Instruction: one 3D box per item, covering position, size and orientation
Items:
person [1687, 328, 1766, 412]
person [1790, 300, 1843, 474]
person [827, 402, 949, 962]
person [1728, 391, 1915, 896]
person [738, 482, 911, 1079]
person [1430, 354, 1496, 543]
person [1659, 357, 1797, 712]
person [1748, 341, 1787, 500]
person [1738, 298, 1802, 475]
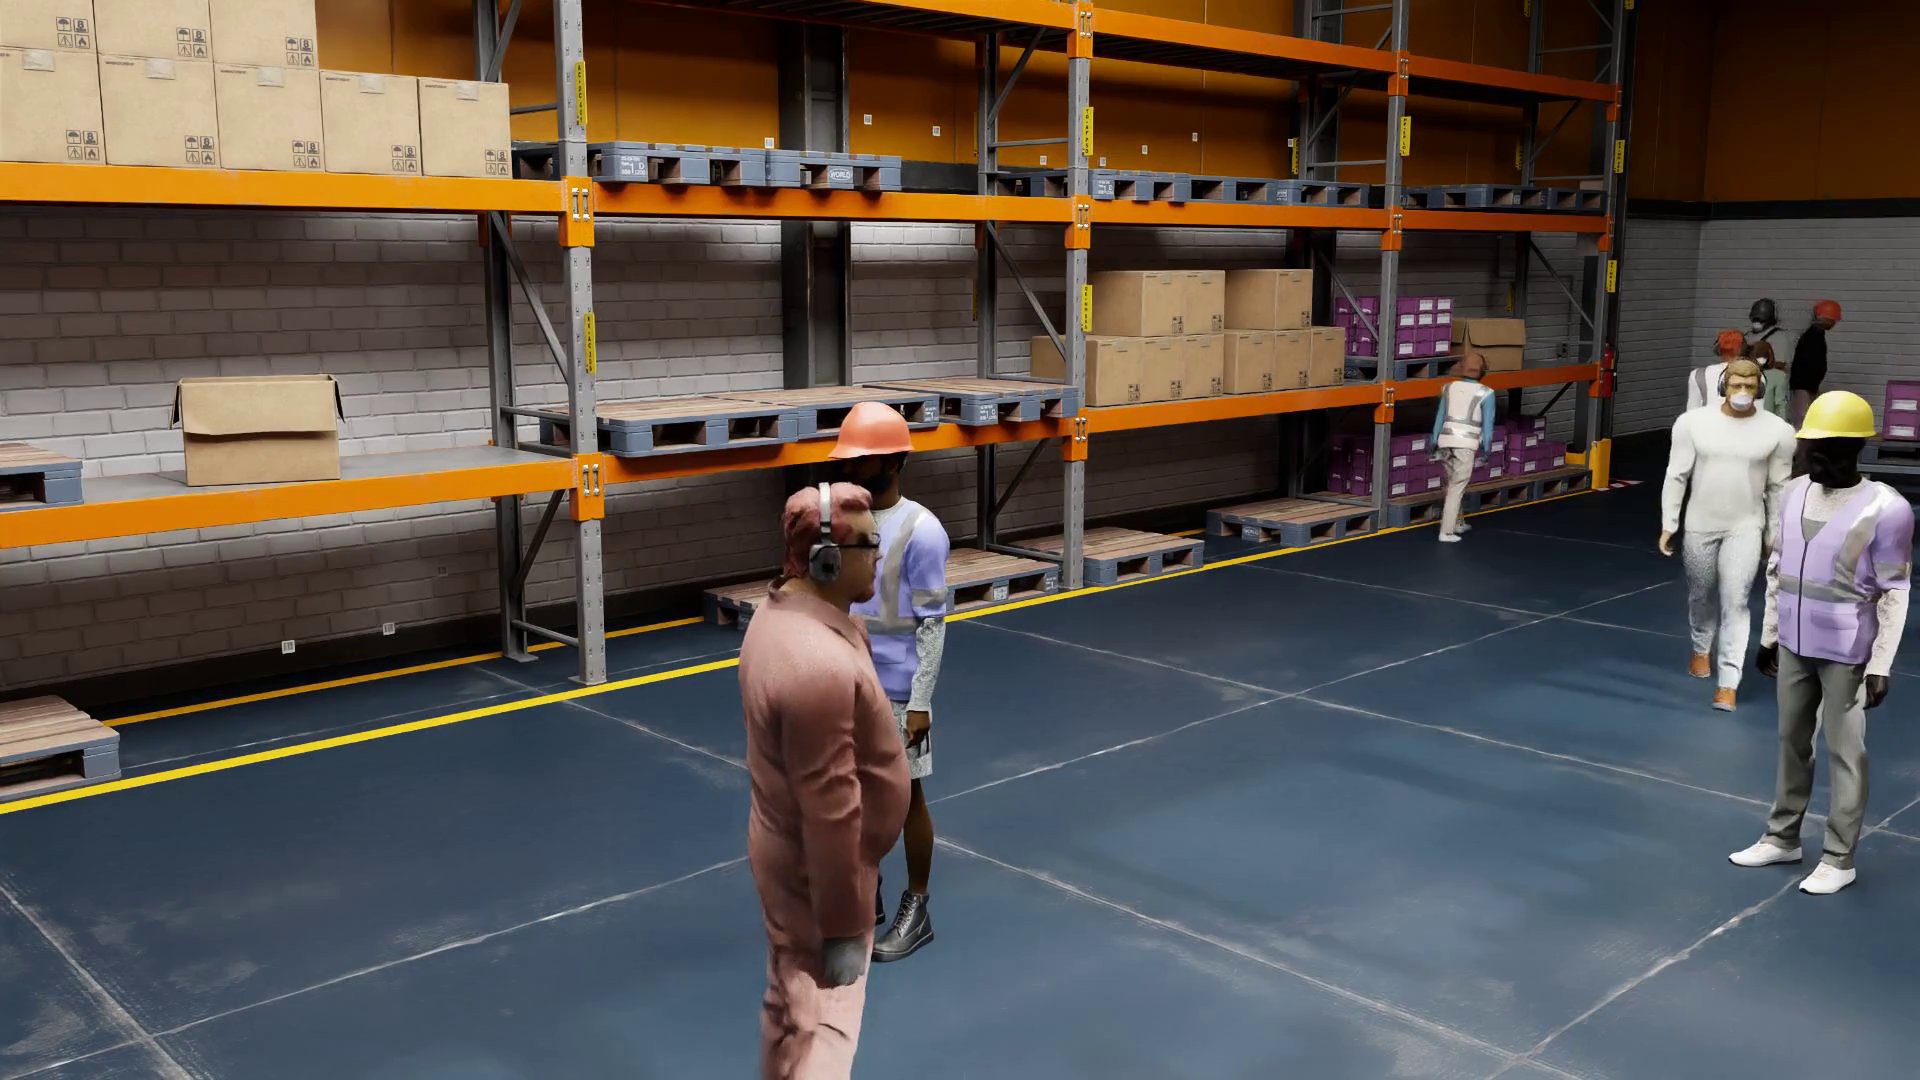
[{"bbox_3d":[6.047,-0.742,13.201,0.577,1.871,0.461,6,11,32],"label":"person"},{"bbox_3d":[9.482,-1.686,18.495,0.536,1.943,0.662,7,12,36],"label":"person"},{"bbox_3d":[-0.288,0.487,5.790,0.545,1.938,0.356,9,13,44],"label":"person"},{"bbox_3d":[3.313,0.391,6.379,0.379,1.928,0.585,-4,10,-20],"label":"person"},{"bbox_3d":[-0.316,0.805,4.023,0.402,1.906,0.649,-2,10,-13],"label":"person"},{"bbox_3d":[4.336,-0.788,14.242,0.737,1.594,0.531,-7,12,-37],"label":"person"},{"bbox_3d":[4.250,-0.076,9.236,0.641,1.901,1.000,5,11,28],"label":"person"},{"bbox_3d":[7.740,-1.129,16.176,0.519,1.623,0.561,5,11,29],"label":"person"},{"bbox_3d":[8.624,-1.629,17.876,0.868,2.000,0.691,-3,10,-15],"label":"person"}]
